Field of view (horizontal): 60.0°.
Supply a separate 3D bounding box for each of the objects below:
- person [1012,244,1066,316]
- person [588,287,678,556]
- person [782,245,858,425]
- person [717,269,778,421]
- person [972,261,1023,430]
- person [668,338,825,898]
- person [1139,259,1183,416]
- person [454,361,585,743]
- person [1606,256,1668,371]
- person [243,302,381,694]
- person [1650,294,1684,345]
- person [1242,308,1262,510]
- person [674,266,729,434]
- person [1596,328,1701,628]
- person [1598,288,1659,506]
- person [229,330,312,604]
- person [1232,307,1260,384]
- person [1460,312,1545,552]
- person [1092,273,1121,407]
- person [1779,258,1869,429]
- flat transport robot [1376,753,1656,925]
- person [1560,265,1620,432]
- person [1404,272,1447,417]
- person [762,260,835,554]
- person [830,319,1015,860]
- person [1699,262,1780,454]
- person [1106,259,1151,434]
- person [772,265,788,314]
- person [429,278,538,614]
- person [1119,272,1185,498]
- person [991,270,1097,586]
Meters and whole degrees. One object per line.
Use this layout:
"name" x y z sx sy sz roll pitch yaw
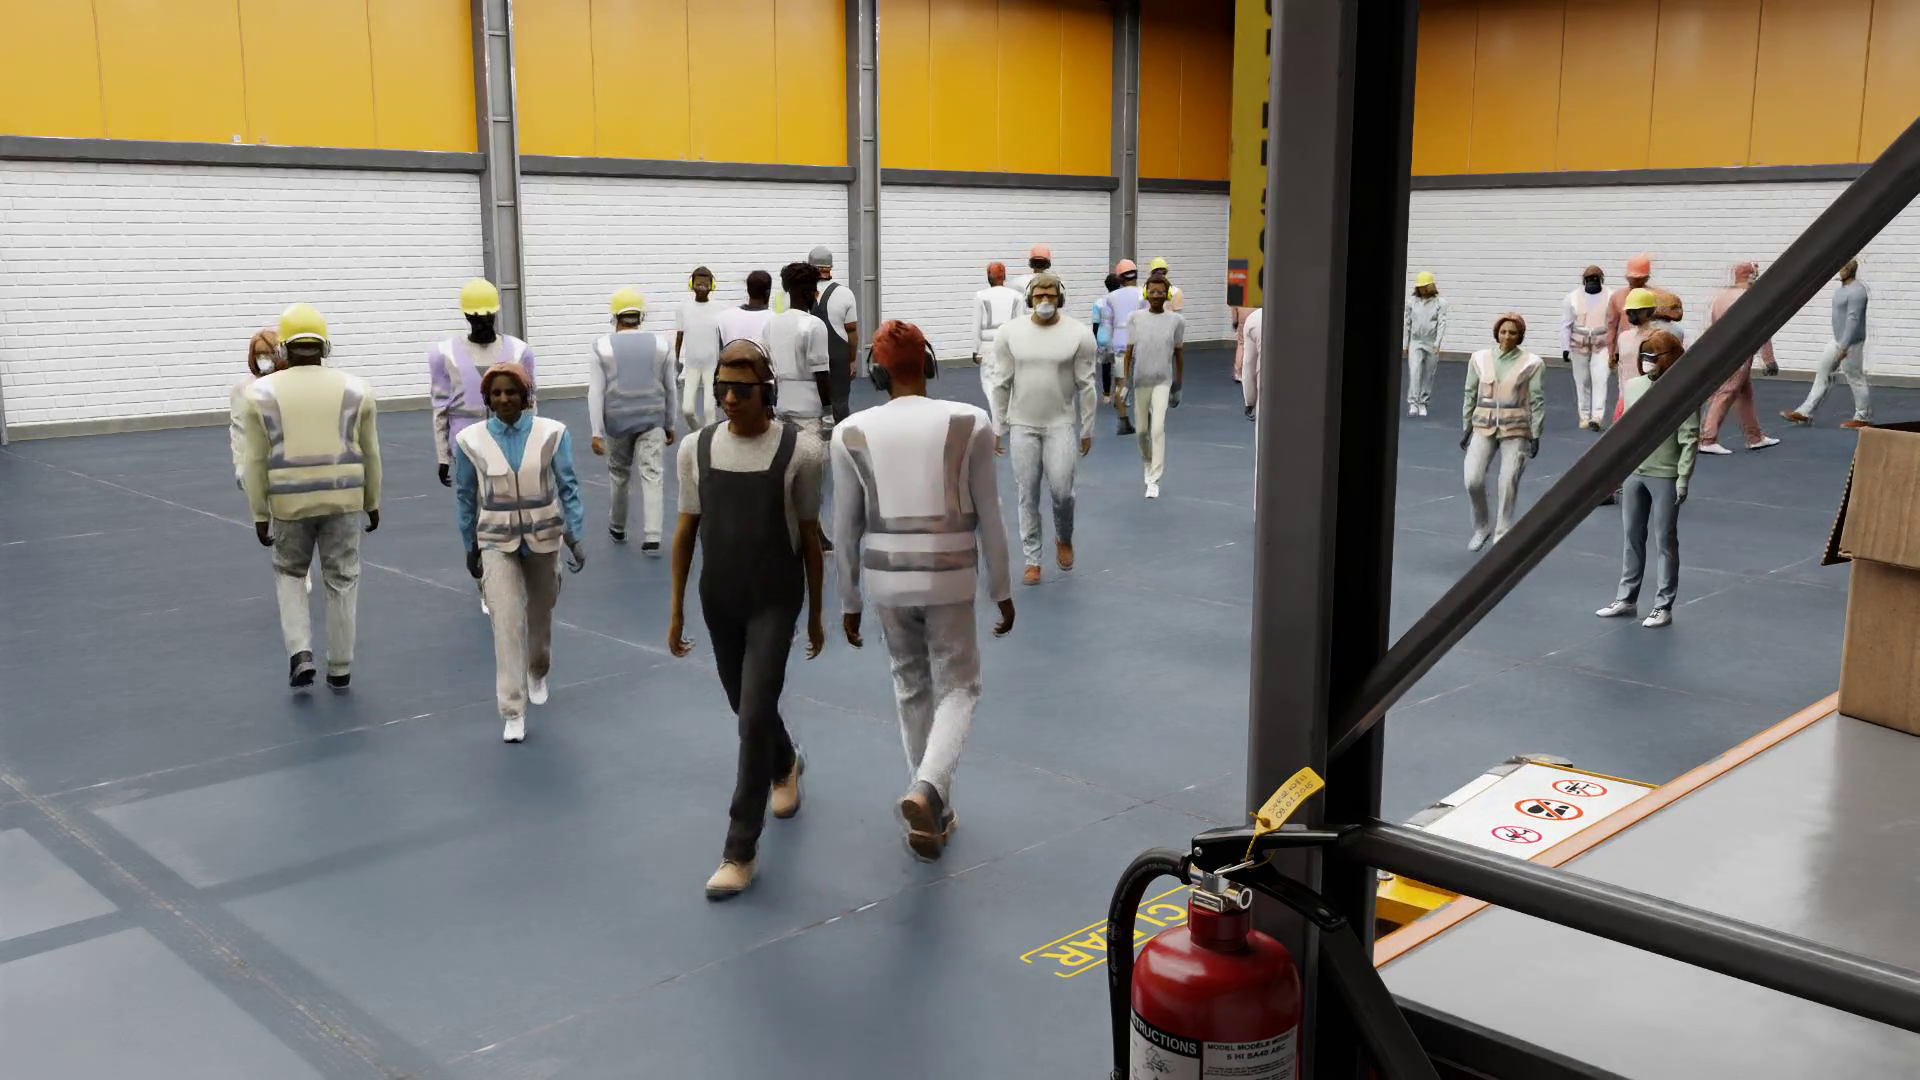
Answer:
"person" 0.898 -2.339 18.919 0.634 2.030 0.449 2 11 11
"person" -2.206 -0.803 11.226 0.617 1.785 0.920 -4 11 -22
"person" -1.259 -1.658 15.186 0.674 2.000 0.535 0 10 0
"person" -1.607 -1.140 12.814 0.599 1.881 0.934 1 10 8
"person" 0.427 -2.081 18.006 0.588 1.866 0.678 -4 11 -19
"person" -0.703 0.202 5.706 0.518 1.808 0.977 3 11 14
"person" 2.344 -2.415 19.845 0.598 1.856 0.989 5 11 25
"person" -1.927 0.009 7.287 0.517 1.599 0.839 -3 11 -18
"person" 6.872 -1.912 16.943 0.629 1.906 1.040 8 13 38
"person" -2.987 -0.182 7.724 0.589 1.822 0.408 -4 11 -23
"person" 6.406 -1.469 15.344 0.777 1.605 0.499 -5 12 -25
"person" 2.385 -1.027 12.111 0.651 1.907 0.409 4 11 20
"person" -2.366 -1.576 15.254 0.561 1.852 0.446 -1 10 -3
"person" 3.791 -0.342 9.118 0.281 1.633 0.499 -6 12 -28
"person" 5.429 -1.131 13.164 0.856 1.727 0.523 -6 12 -29
"person" -3.890 -0.390 9.493 0.499 1.588 0.866 0 10 -2
"person" 4.236 -3.206 24.001 0.647 1.908 0.407 9 14 41
"person" 3.584 -0.690 11.001 0.547 1.625 0.359 6 12 31
"person" 1.907 -2.488 20.733 0.537 1.670 0.799 1 10 7
"person" 9.617 -2.159 18.303 0.962 1.892 0.664 1 10 8
"flat transport robot" 1.918 1.004 5.497 0.652 0.197 1.431 8 13 39
"person" 6.869 -2.079 18.143 0.630 1.799 0.928 5 12 27
"person" 5.421 -2.271 19.454 0.483 1.690 0.879 4 11 19
"person" -1.056 -0.879 11.144 0.604 1.965 0.367 10 14 43
"person" -0.138 0.189 5.631 0.644 1.851 0.692 2 11 9
"person" 7.692 -1.757 16.203 0.966 1.861 0.651 0 10 0
"person" 1.896 -2.099 18.065 0.628 1.863 0.918 4 11 19
"person" -1.757 -1.997 17.637 0.634 1.827 0.453 6 12 30
"person" -2.724 -0.547 9.543 0.588 1.900 0.641 -5 11 -24
"person" 1.603 -1.306 13.839 0.521 1.841 0.860 2 11 13
"person" 0.510 -0.684 10.203 0.642 1.927 0.478 2 11 10
